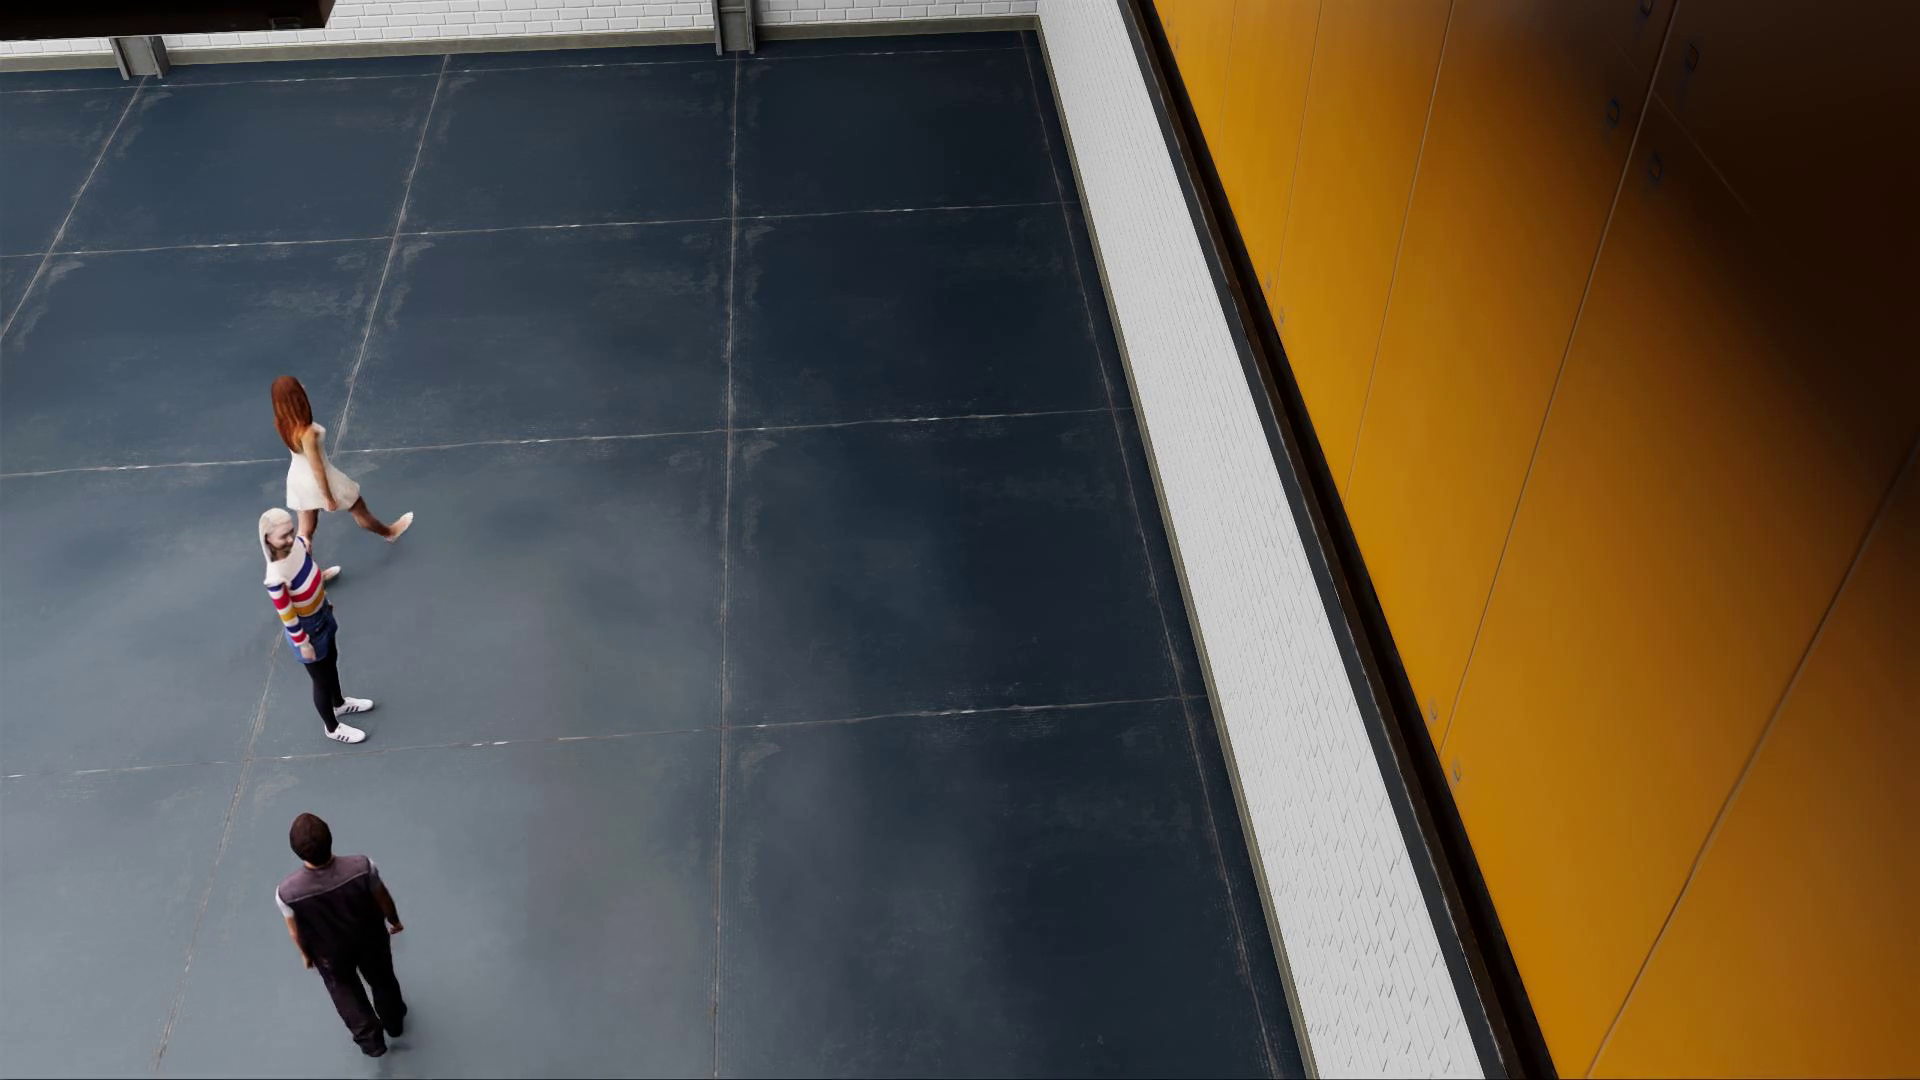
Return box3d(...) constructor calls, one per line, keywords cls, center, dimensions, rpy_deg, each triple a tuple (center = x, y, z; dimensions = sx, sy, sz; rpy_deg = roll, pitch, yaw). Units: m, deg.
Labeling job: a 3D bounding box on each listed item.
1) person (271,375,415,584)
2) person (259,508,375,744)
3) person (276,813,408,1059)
box3d(cls="person", center=(-4.389, -0.342, 11.131), dimensions=(1.058, 1.671, 1.110), rpy_deg=(29, 51, 27))
box3d(cls="person", center=(-3.973, 0.513, 10.135), dimensions=(0.545, 1.808, 0.666), rpy_deg=(0, 44, 0))
box3d(cls="person", center=(-3.097, 2.082, 8.463), dimensions=(0.792, 1.842, 0.857), rpy_deg=(-19, 47, -19))
